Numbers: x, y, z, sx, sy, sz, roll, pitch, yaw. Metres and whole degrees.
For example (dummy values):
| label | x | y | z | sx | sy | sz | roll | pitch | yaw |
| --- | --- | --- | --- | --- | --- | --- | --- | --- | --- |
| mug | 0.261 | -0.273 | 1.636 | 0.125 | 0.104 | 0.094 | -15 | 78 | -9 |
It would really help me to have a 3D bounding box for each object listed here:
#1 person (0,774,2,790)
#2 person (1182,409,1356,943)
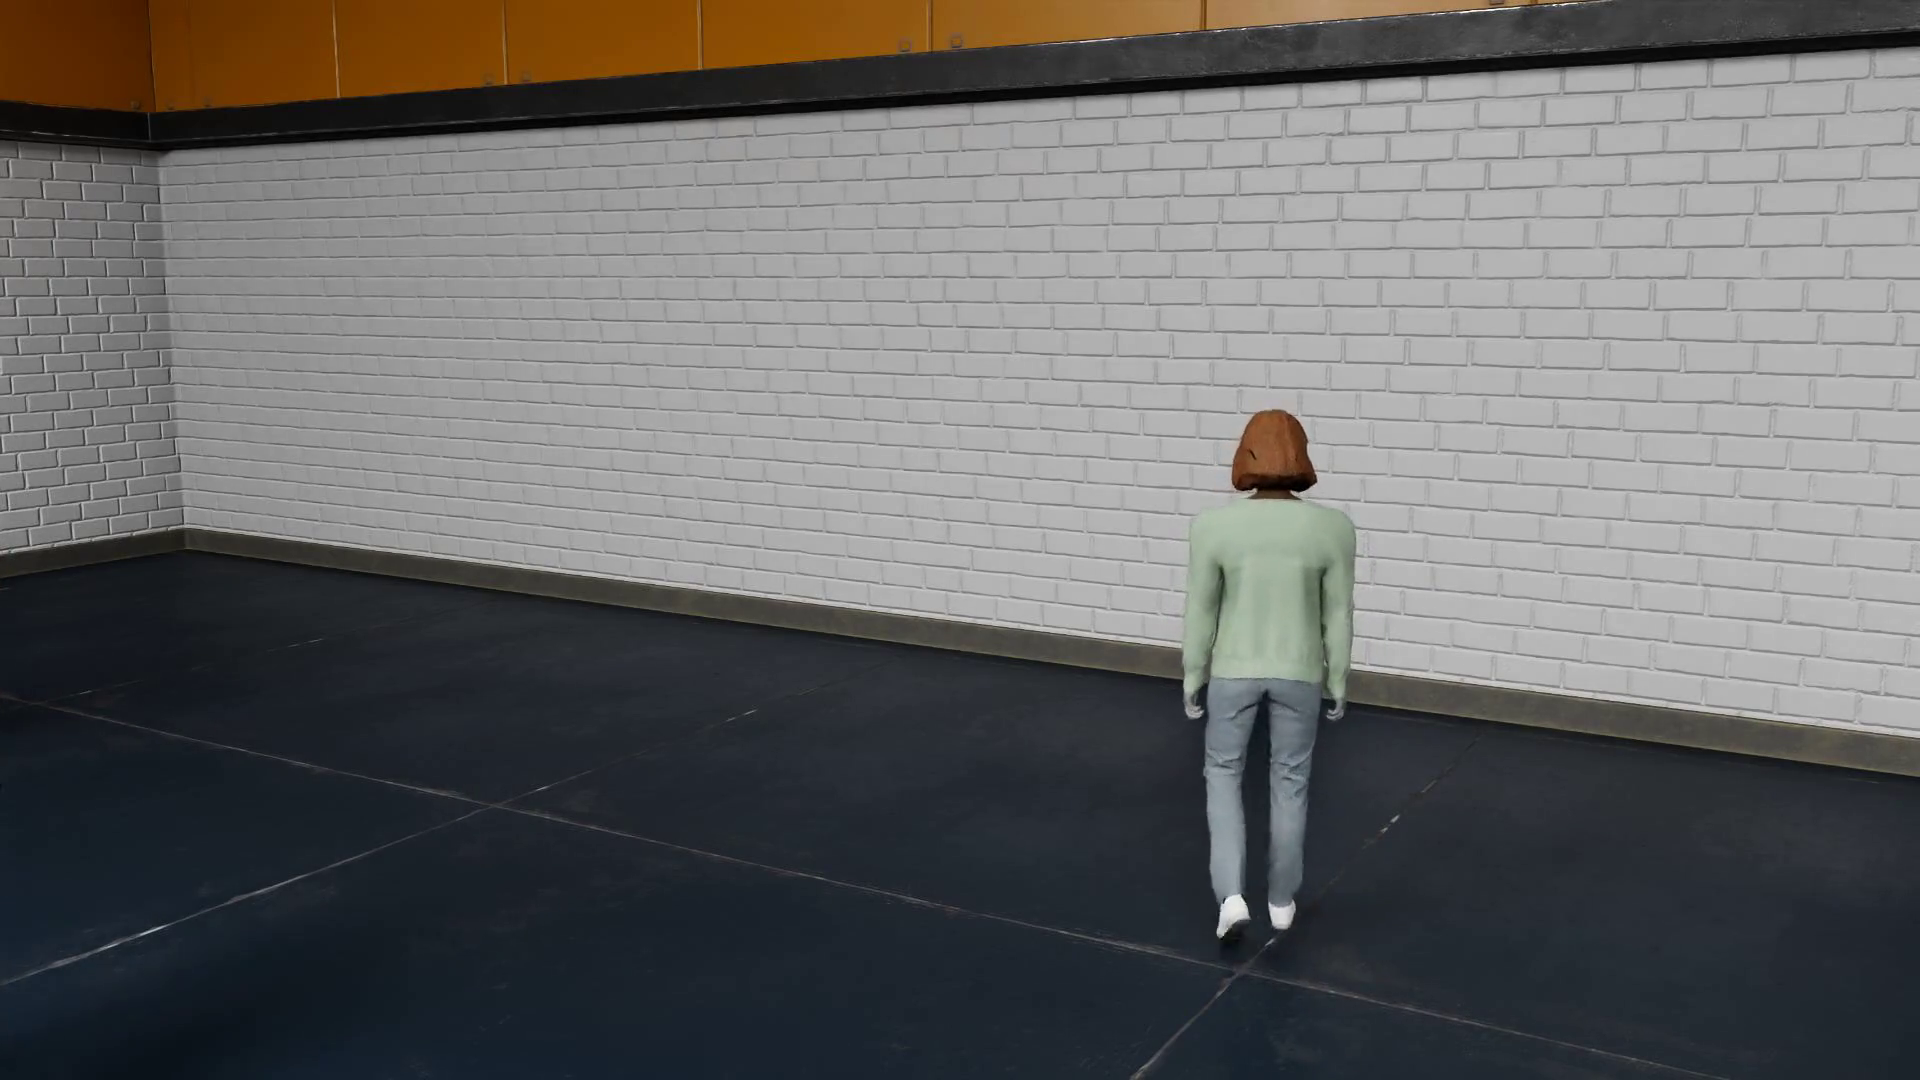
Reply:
| label | x | y | z | sx | sy | sz | roll | pitch | yaw |
| --- | --- | --- | --- | --- | --- | --- | --- | --- | --- |
| person | -2.477 | 0.519 | 3.633 | 0.671 | 1.863 | 0.958 | -5 | 11 | -30 |
| person | 0.924 | 0.419 | 5.008 | 0.505 | 1.630 | 0.482 | 1 | 9 | 8 |
